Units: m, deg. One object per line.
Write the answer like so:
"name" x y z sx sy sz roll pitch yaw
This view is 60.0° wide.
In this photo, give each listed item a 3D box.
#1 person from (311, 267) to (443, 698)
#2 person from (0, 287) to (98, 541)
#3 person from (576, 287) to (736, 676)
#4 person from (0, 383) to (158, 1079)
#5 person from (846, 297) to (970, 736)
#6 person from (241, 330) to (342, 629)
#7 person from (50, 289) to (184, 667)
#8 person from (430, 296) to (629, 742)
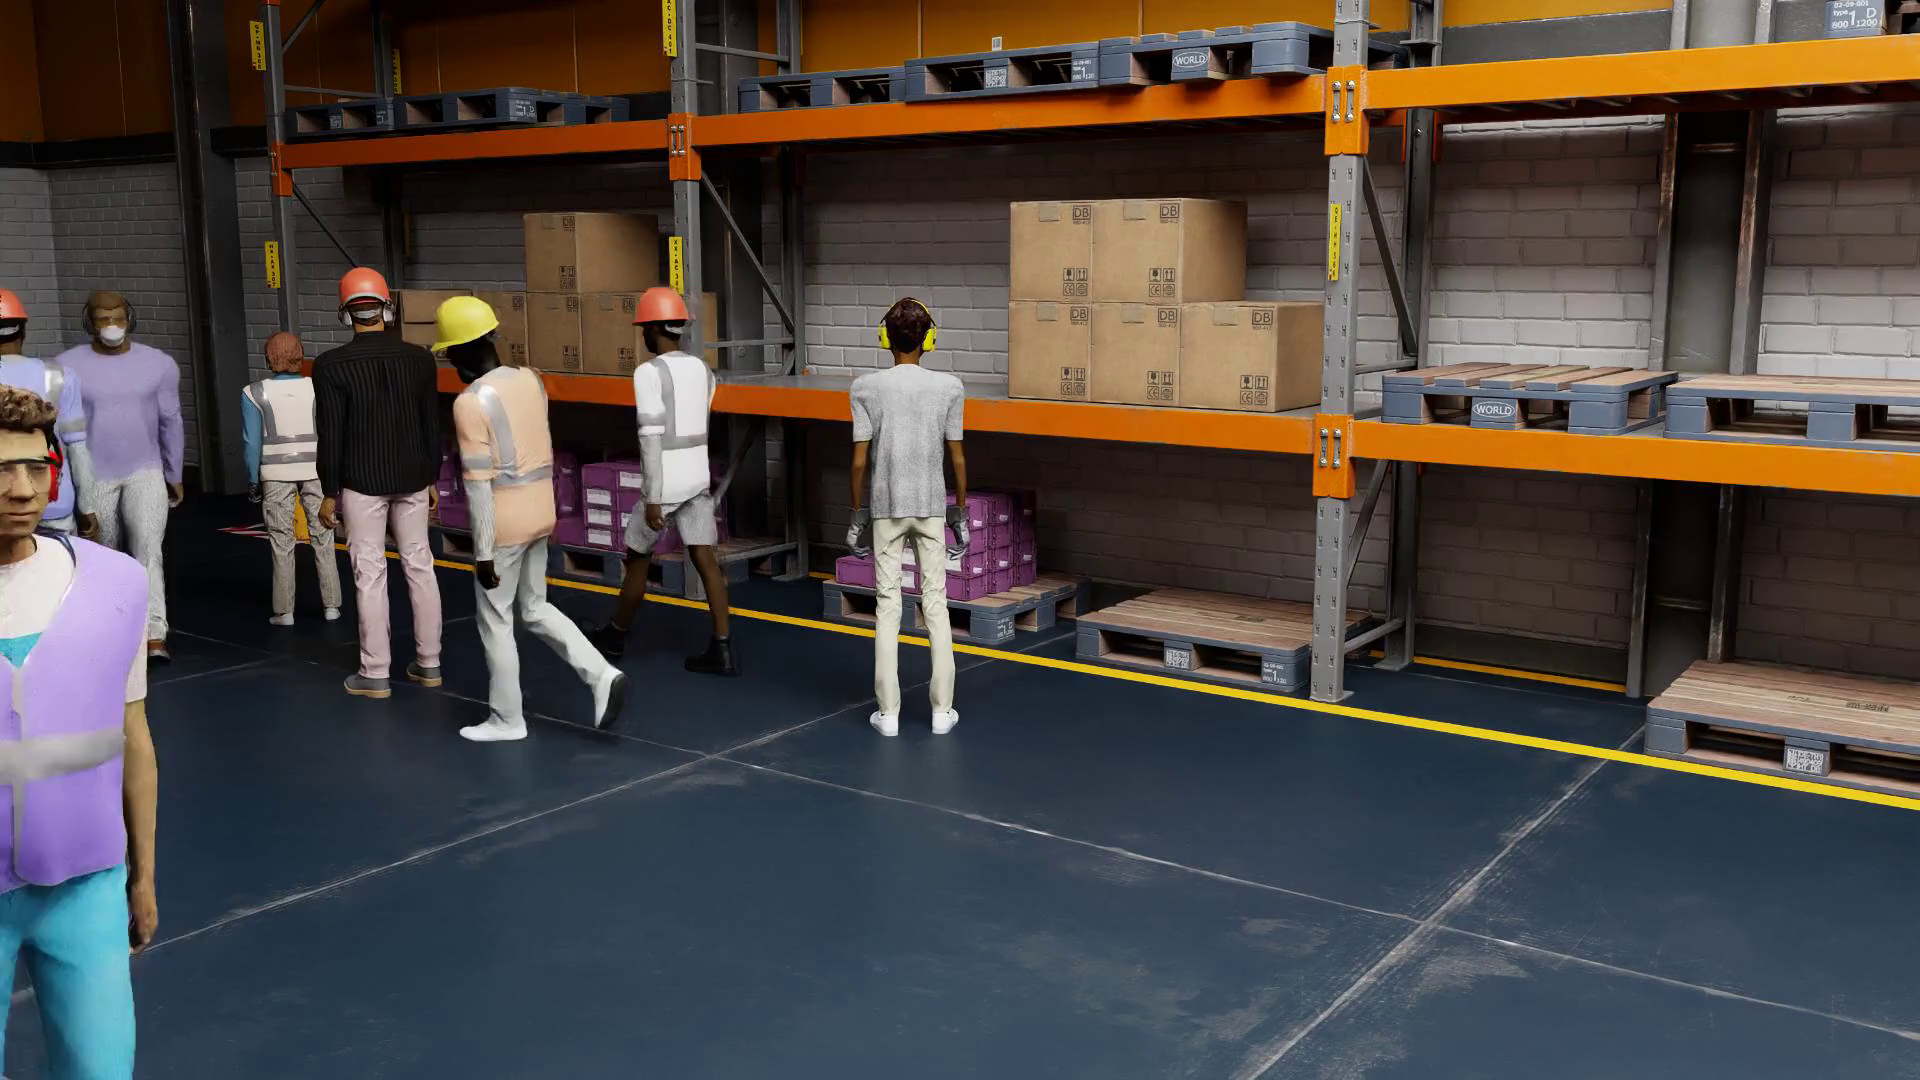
"person" -2.704 -0.262 7.747 0.392 1.991 0.613 9 13 44
"person" -4.158 -0.165 7.389 0.547 1.913 0.434 -6 11 -32
"person" -1.481 -0.291 8.219 0.980 1.885 0.572 6 11 32
"person" -1.749 0.617 3.020 0.695 1.824 0.578 8 13 41
"person" -0.222 -0.092 7.102 0.533 1.868 0.310 -1 10 -6
"person" -3.679 -0.330 9.193 0.514 1.642 0.310 -6 11 -32
"person" -4.259 -0.317 8.414 0.650 1.879 1.042 -5 11 -29
"person" -1.773 -0.055 6.835 0.688 1.883 0.654 3 10 19
